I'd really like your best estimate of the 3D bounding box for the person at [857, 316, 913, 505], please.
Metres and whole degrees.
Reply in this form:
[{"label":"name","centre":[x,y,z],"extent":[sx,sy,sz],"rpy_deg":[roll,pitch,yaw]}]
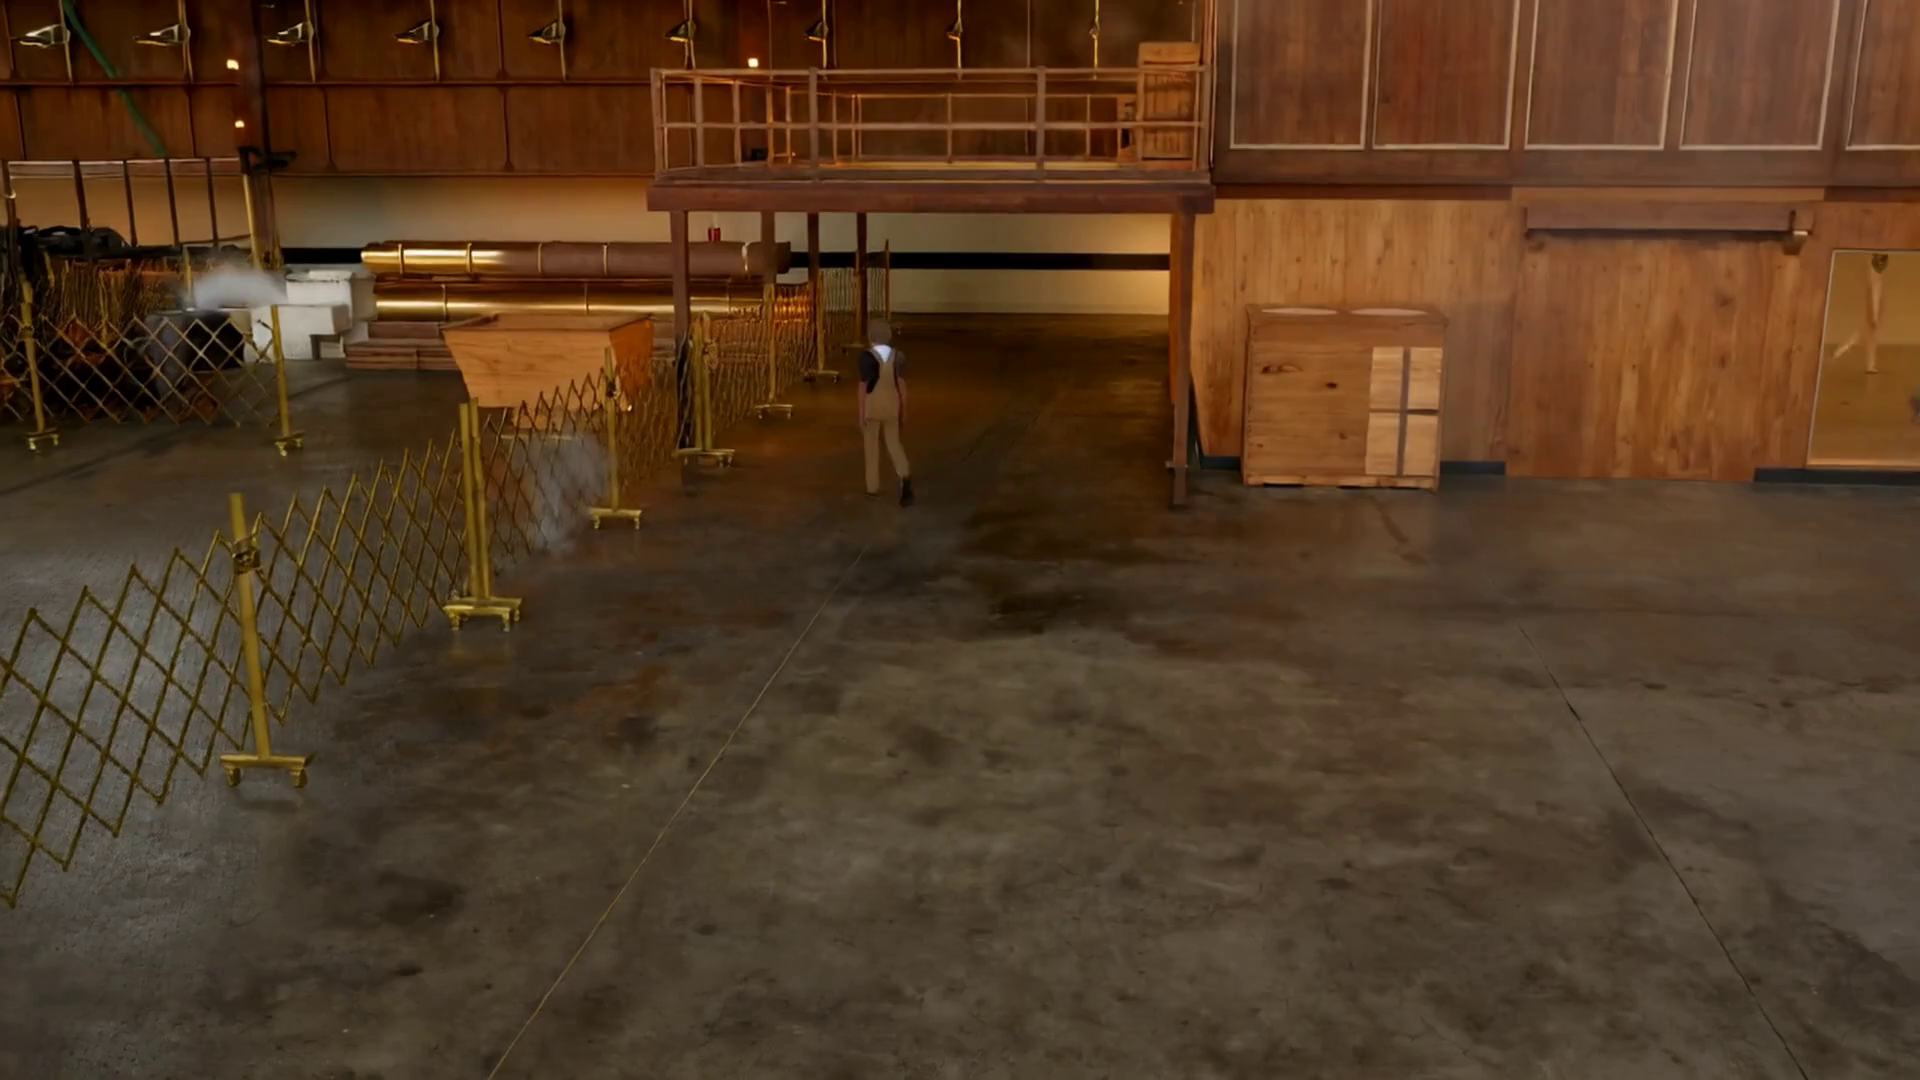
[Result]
[{"label":"person","centre":[-0.717,-1.234,16.044],"extent":[0.517,1.828,0.790],"rpy_deg":[-7,15,-25]}]
